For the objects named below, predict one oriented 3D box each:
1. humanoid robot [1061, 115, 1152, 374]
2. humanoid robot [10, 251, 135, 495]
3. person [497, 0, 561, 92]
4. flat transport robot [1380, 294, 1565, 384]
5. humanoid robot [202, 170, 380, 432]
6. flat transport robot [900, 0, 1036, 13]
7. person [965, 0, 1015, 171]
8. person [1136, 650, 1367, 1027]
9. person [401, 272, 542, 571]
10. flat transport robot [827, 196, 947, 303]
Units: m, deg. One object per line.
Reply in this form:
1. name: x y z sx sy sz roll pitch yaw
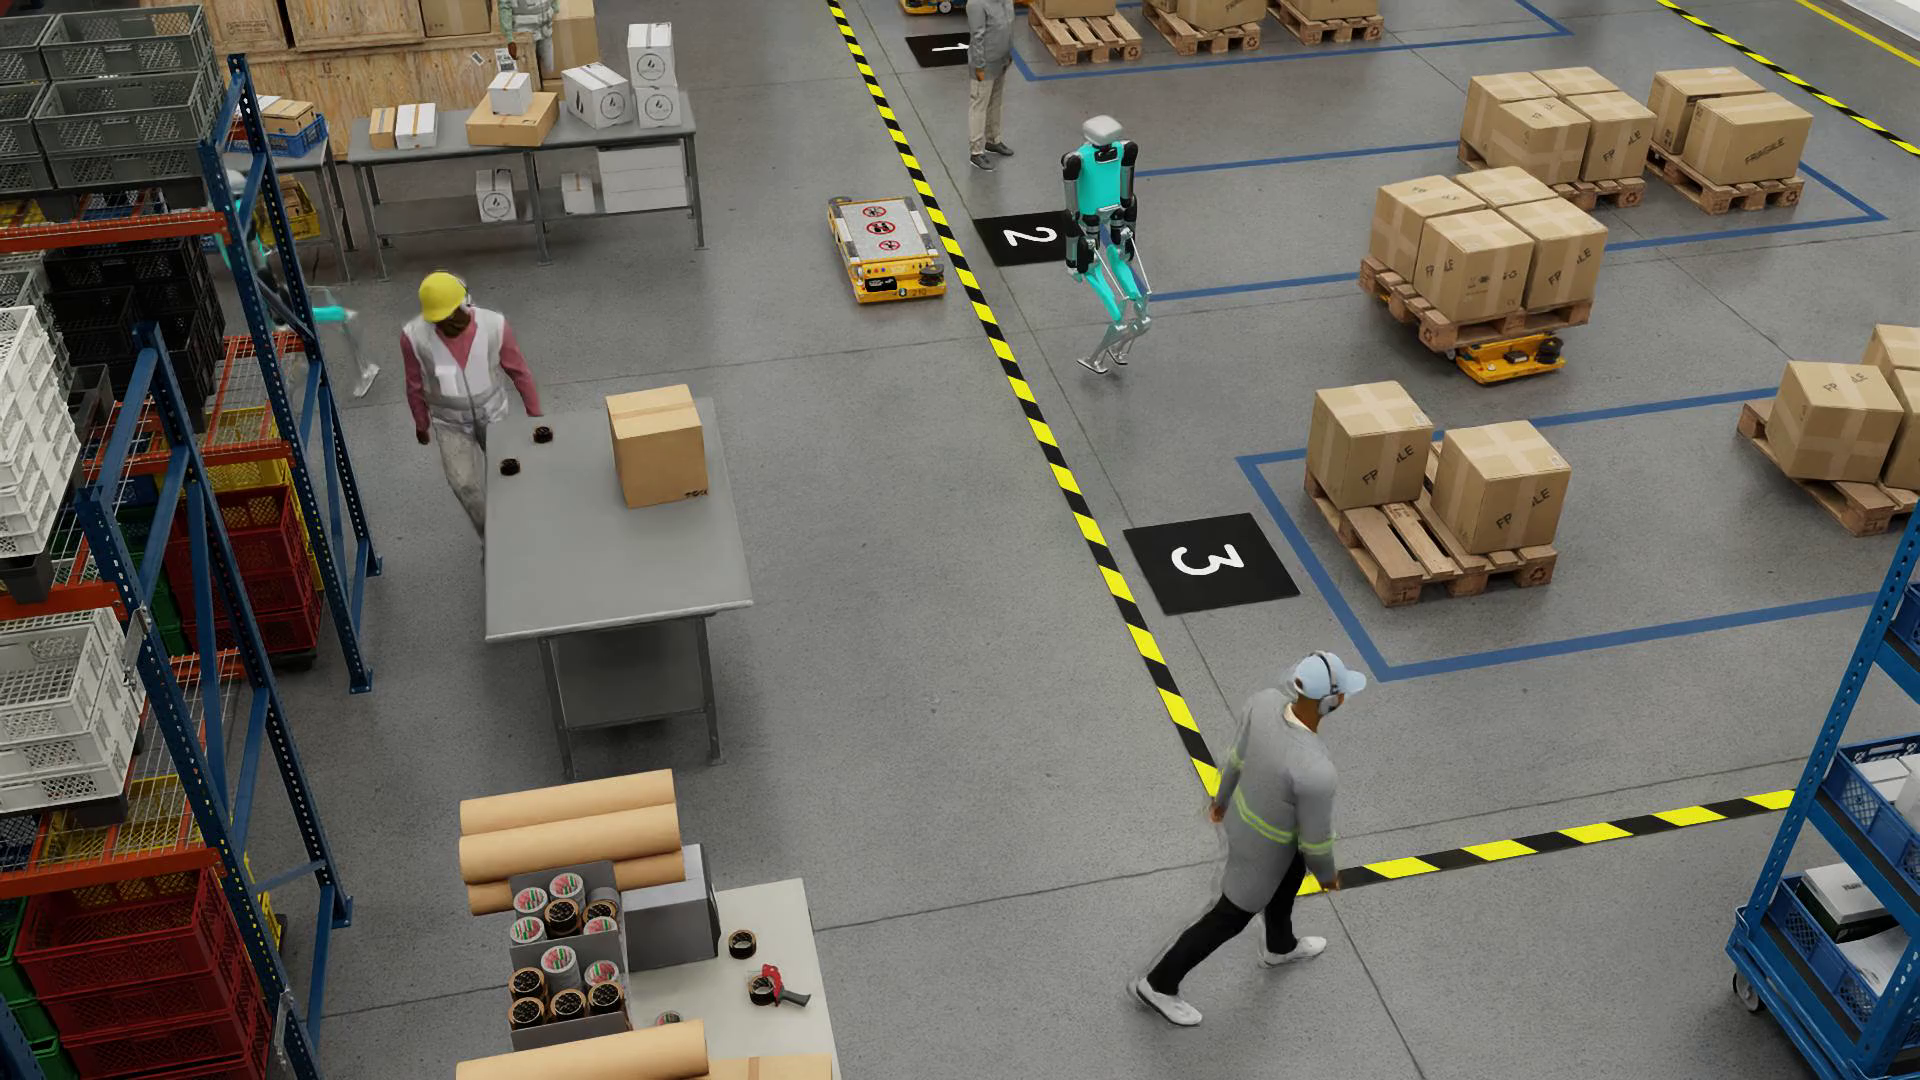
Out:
1. humanoid robot: 1.000 -1.816 10.649 0.533 1.681 0.735 -18 40 -22
2. humanoid robot: -5.247 -1.026 9.725 0.548 1.793 0.760 -11 38 -14
3. person: -3.555 -4.243 13.862 0.410 1.939 0.606 24 43 29
4. flat transport robot: 3.545 -1.570 11.641 0.652 0.197 1.431 -11 38 -15
5. humanoid robot: -4.152 -1.573 10.483 1.024 1.772 0.530 -30 46 -34
6. flat transport robot: 0.087 -5.686 17.172 1.431 0.197 0.652 -8 37 -11
7. person: 0.237 -3.936 13.586 0.395 1.769 0.564 19 41 23
8. person: 1.159 1.189 6.687 0.889 1.793 0.608 -5 37 -6
9. person: -2.634 -0.662 9.153 0.679 1.800 0.568 -17 40 -21
10. flat transport robot: -0.570 -2.220 12.538 0.659 0.231 1.431 -8 37 -10
